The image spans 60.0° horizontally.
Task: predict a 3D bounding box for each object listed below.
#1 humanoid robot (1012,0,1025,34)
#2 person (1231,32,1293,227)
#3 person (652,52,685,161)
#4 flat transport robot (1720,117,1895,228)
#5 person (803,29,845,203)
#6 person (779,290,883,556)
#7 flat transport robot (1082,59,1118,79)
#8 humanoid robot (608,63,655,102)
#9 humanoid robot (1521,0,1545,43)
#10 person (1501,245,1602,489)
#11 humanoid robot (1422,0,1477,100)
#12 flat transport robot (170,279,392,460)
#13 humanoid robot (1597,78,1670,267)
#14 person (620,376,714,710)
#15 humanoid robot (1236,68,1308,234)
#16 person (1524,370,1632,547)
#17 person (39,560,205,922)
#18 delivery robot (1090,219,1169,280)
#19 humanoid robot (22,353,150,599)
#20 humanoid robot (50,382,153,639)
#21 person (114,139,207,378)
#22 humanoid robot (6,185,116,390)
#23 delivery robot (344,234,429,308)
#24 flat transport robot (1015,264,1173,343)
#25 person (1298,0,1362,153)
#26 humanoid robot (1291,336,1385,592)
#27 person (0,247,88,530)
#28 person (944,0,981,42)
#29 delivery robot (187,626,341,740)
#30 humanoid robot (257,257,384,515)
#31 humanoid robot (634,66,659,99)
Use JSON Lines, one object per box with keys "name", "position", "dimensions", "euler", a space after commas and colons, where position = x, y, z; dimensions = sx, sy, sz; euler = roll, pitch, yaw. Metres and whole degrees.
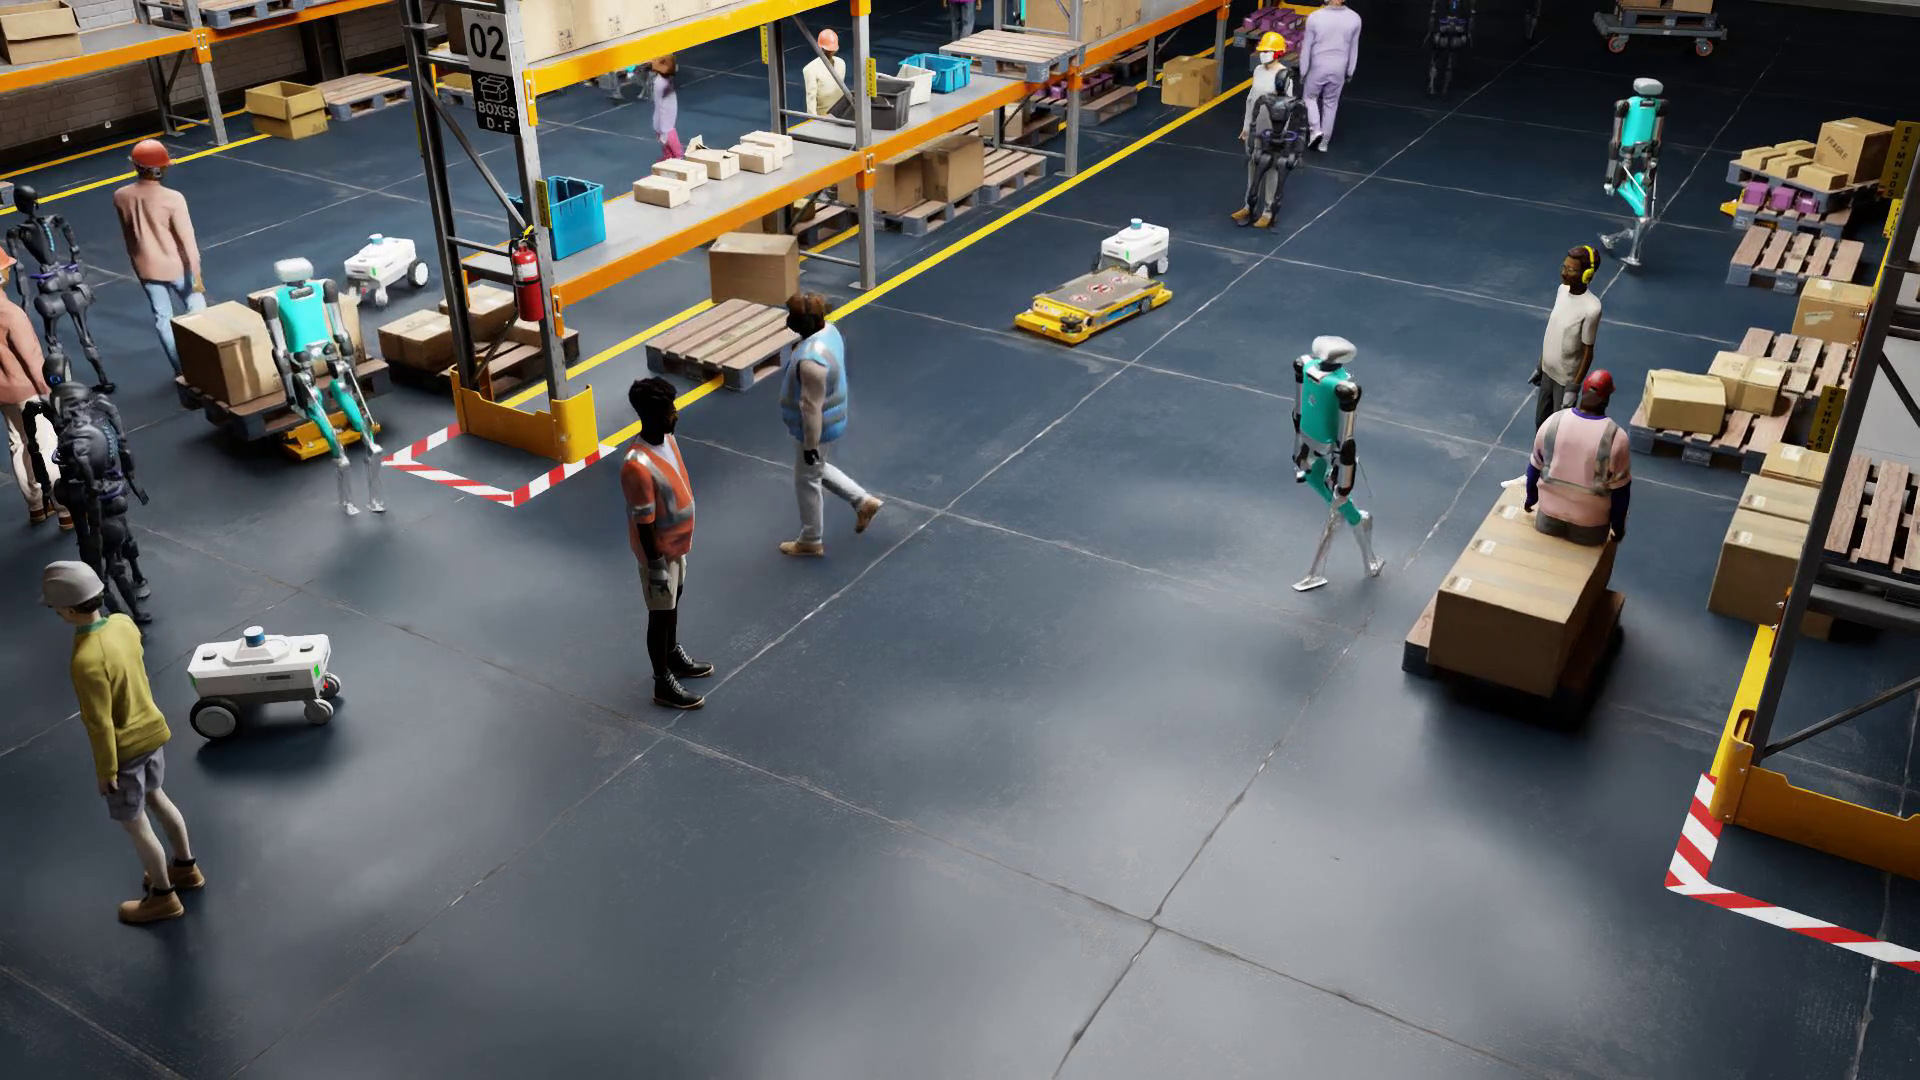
{"name": "humanoid robot", "position": [1.012, -6.187, 20.440], "dimensions": [0.550, 1.802, 0.915], "euler": [13, 32, 22]}
{"name": "person", "position": [3.022, -4.072, 16.496], "dimensions": [0.356, 1.896, 0.558], "euler": [-19, 34, -30]}
{"name": "person", "position": [-2.988, -4.184, 16.962], "dimensions": [0.400, 1.623, 0.497], "euler": [-5, 30, -8]}
{"name": "flat transport robot", "position": [8.592, -3.472, 17.083], "dimensions": [1.431, 0.231, 0.659], "euler": [-14, 32, -23]}
{"name": "person", "position": [-1.353, -4.402, 17.224], "dimensions": [0.336, 1.746, 0.562], "euler": [22, 36, 34]}
{"name": "person", "position": [-0.866, -0.734, 10.666], "dimensions": [0.584, 1.827, 0.631], "euler": [1, 29, 2]}
{"name": "flat transport robot", "position": [1.518, -6.077, 21.691], "dimensions": [0.659, 0.231, 1.431], "euler": [17, 34, 27]}
{"name": "humanoid robot", "position": [-4.101, -6.207, 20.463], "dimensions": [0.903, 1.780, 0.578], "euler": [-16, 33, -25]}
{"name": "humanoid robot", "position": [8.153, -7.870, 23.445], "dimensions": [0.591, 1.642, 0.499], "euler": [17, 34, 27]}
{"name": "person", "position": [4.046, -1.099, 11.271], "dimensions": [0.329, 1.862, 0.509], "euler": [-6, 30, -10]}
{"name": "humanoid robot", "position": [6.072, -6.290, 20.650], "dimensions": [0.601, 1.640, 0.415], "euler": [6, 30, 11]}
{"name": "flat transport robot", "position": [-5.110, -0.989, 12.691], "dimensions": [1.431, 0.231, 0.659], "euler": [23, 37, 35]}
{"name": "humanoid robot", "position": [6.274, -3.322, 15.332], "dimensions": [0.548, 1.731, 1.012], "euler": [-7, 30, -12]}
{"name": "person", "position": [-1.631, 0.009, 9.203], "dimensions": [0.368, 1.966, 0.604], "euler": [2, 30, 3]}
{"name": "humanoid robot", "position": [3.082, -3.802, 16.252], "dimensions": [0.627, 1.640, 0.399], "euler": [10, 31, 17]}
{"name": "person", "position": [3.609, -0.178, 9.753], "dimensions": [0.600, 1.750, 0.419], "euler": [21, 36, 33]}
{"name": "person", "position": [-3.841, 0.926, 7.674], "dimensions": [0.413, 1.879, 0.493], "euler": [0, 29, -1]}
{"name": "delivery robot", "position": [1.602, -2.654, 15.358], "dimensions": [0.499, 0.606, 0.807], "euler": [23, 36, 34]}
{"name": "humanoid robot", "position": [-5.311, -0.372, 10.154], "dimensions": [0.599, 1.658, 0.315], "euler": [-8, 30, -14]}
{"name": "humanoid robot", "position": [-5.077, -0.164, 9.790], "dimensions": [0.357, 1.650, 0.601], "euler": [-13, 32, -21]}
{"name": "person", "position": [-6.201, -2.120, 12.970], "dimensions": [0.610, 1.974, 0.531], "euler": [-2, 30, -3]}
{"name": "humanoid robot", "position": [-7.036, -1.939, 12.954], "dimensions": [0.553, 1.638, 0.601], "euler": [16, 33, 26]}
{"name": "delivery robot", "position": [-5.206, -2.462, 15.010], "dimensions": [0.499, 0.598, 0.789], "euler": [8, 30, 13]}
{"name": "flat transport robot", "position": [1.189, -2.087, 14.633], "dimensions": [0.659, 0.231, 1.431], "euler": [24, 37, 36]}
{"name": "person", "position": [4.110, -5.278, 18.632], "dimensions": [0.670, 1.890, 0.456], "euler": [-1, 30, -2]}
{"name": "humanoid robot", "position": [2.432, -0.437, 10.304], "dimensions": [0.845, 1.859, 0.548], "euler": [-14, 33, -24]}
{"name": "person", "position": [-6.188, -1.009, 10.975], "dimensions": [0.608, 1.995, 0.375], "euler": [14, 32, 22]}
{"name": "person", "position": [0.017, -7.256, 22.201], "dimensions": [0.537, 1.821, 0.708], "euler": [8, 30, 14]}
{"name": "delivery robot", "position": [-3.917, 0.770, 9.309], "dimensions": [0.811, 0.613, 0.499], "euler": [-4, 30, -8]}
{"name": "humanoid robot", "position": [-4.199, -0.959, 11.168], "dimensions": [0.530, 1.782, 0.784], "euler": [-25, 38, -36]}
{"name": "humanoid robot", "position": [-3.892, -6.491, 20.951], "dimensions": [0.543, 1.777, 0.833], "euler": [26, 39, 38]}
